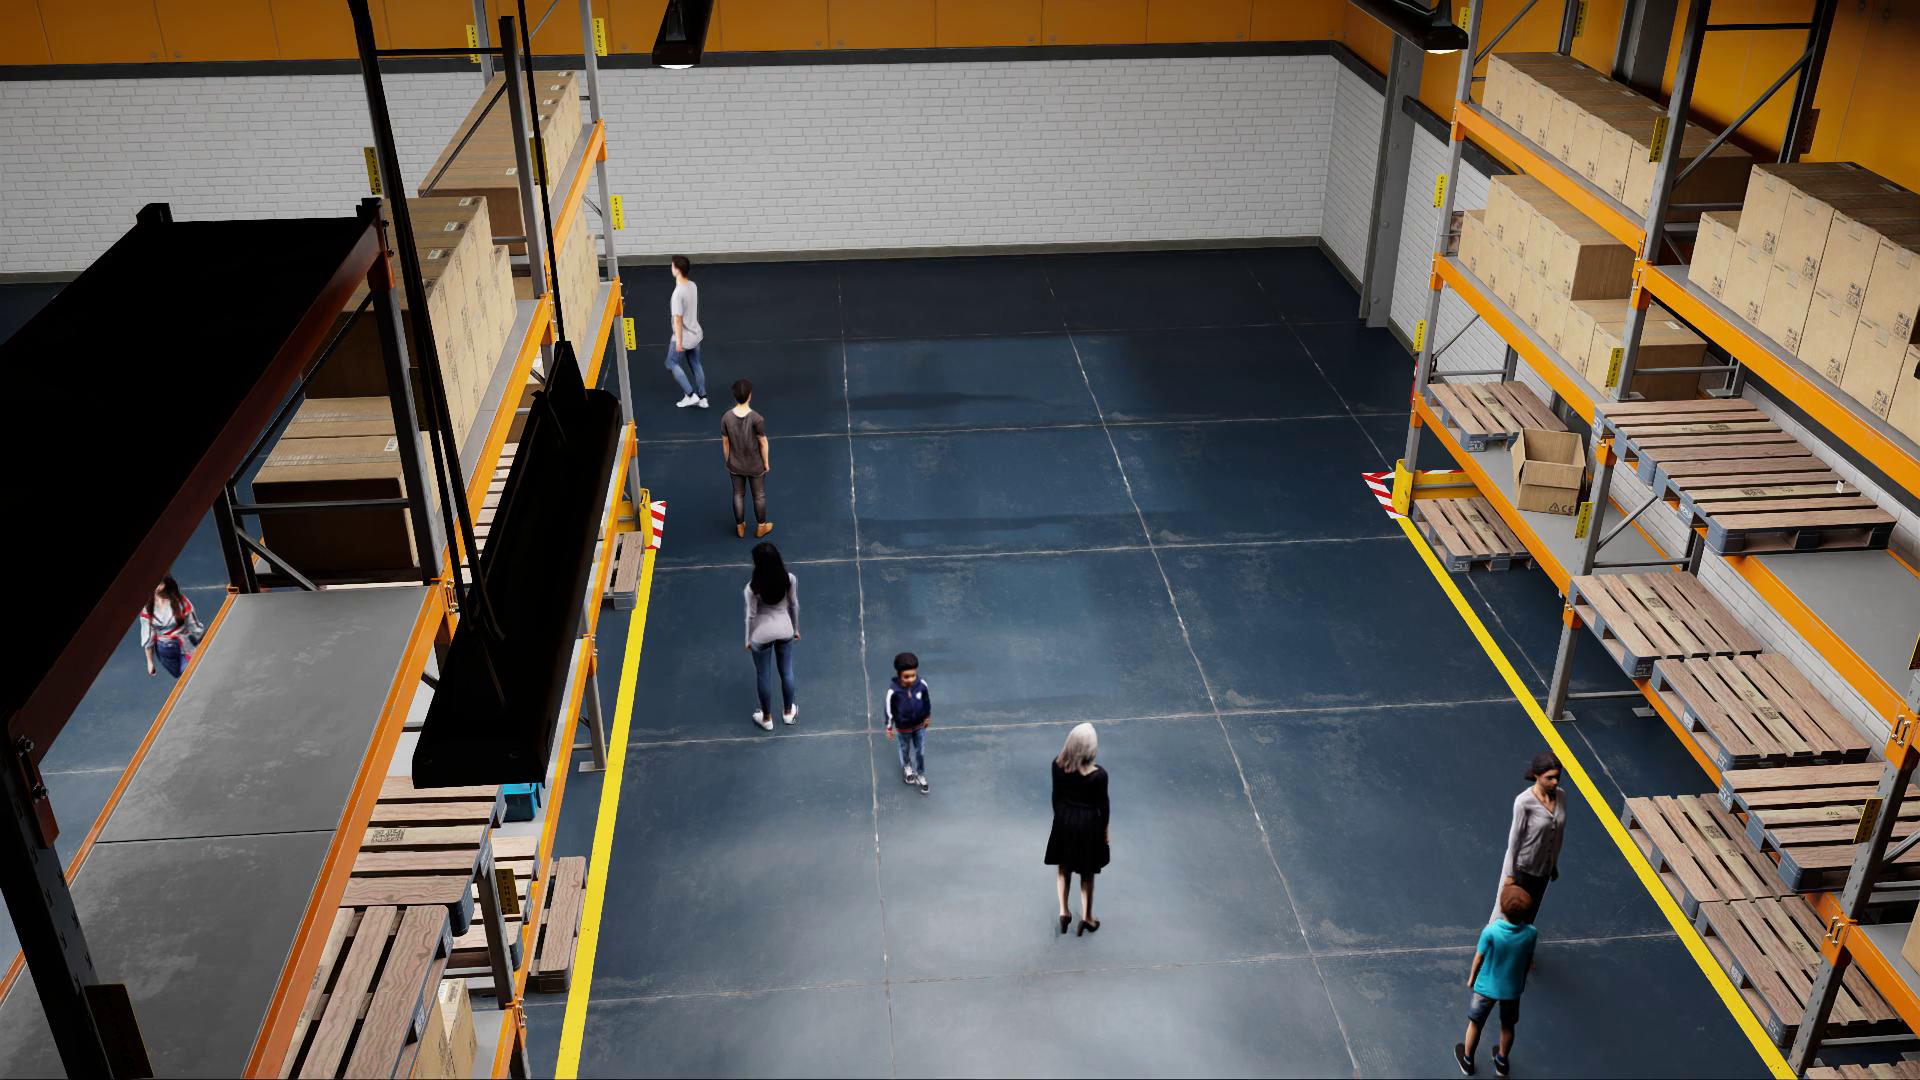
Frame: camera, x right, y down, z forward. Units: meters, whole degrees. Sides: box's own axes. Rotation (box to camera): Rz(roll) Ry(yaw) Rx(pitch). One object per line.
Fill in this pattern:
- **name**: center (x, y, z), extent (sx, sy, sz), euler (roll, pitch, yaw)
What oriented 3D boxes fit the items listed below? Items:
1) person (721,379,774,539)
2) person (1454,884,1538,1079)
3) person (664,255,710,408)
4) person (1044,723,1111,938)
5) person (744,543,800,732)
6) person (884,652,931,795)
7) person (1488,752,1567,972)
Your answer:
- **person**: center (-2.161, -0.821, 16.817), extent (0.671, 1.717, 0.635), euler (4, 29, 8)
- **person**: center (3.410, 2.785, 10.487), extent (0.525, 1.448, 0.496), euler (0, 29, 0)
- **person**: center (-3.143, -2.411, 19.568), extent (0.854, 1.875, 0.745), euler (8, 30, 15)
- **person**: center (0.832, 2.012, 11.594), extent (0.698, 1.746, 0.723), euler (13, 31, 22)
- **person**: center (-1.562, 0.788, 13.847), extent (0.687, 1.737, 0.643), euler (-8, 30, -15)
- **person**: center (-0.414, 1.402, 13.270), extent (0.583, 1.211, 0.646), euler (-6, 29, -12)
- **person**: center (3.836, 2.185, 11.247), extent (0.655, 1.774, 0.648), euler (-12, 31, -22)
